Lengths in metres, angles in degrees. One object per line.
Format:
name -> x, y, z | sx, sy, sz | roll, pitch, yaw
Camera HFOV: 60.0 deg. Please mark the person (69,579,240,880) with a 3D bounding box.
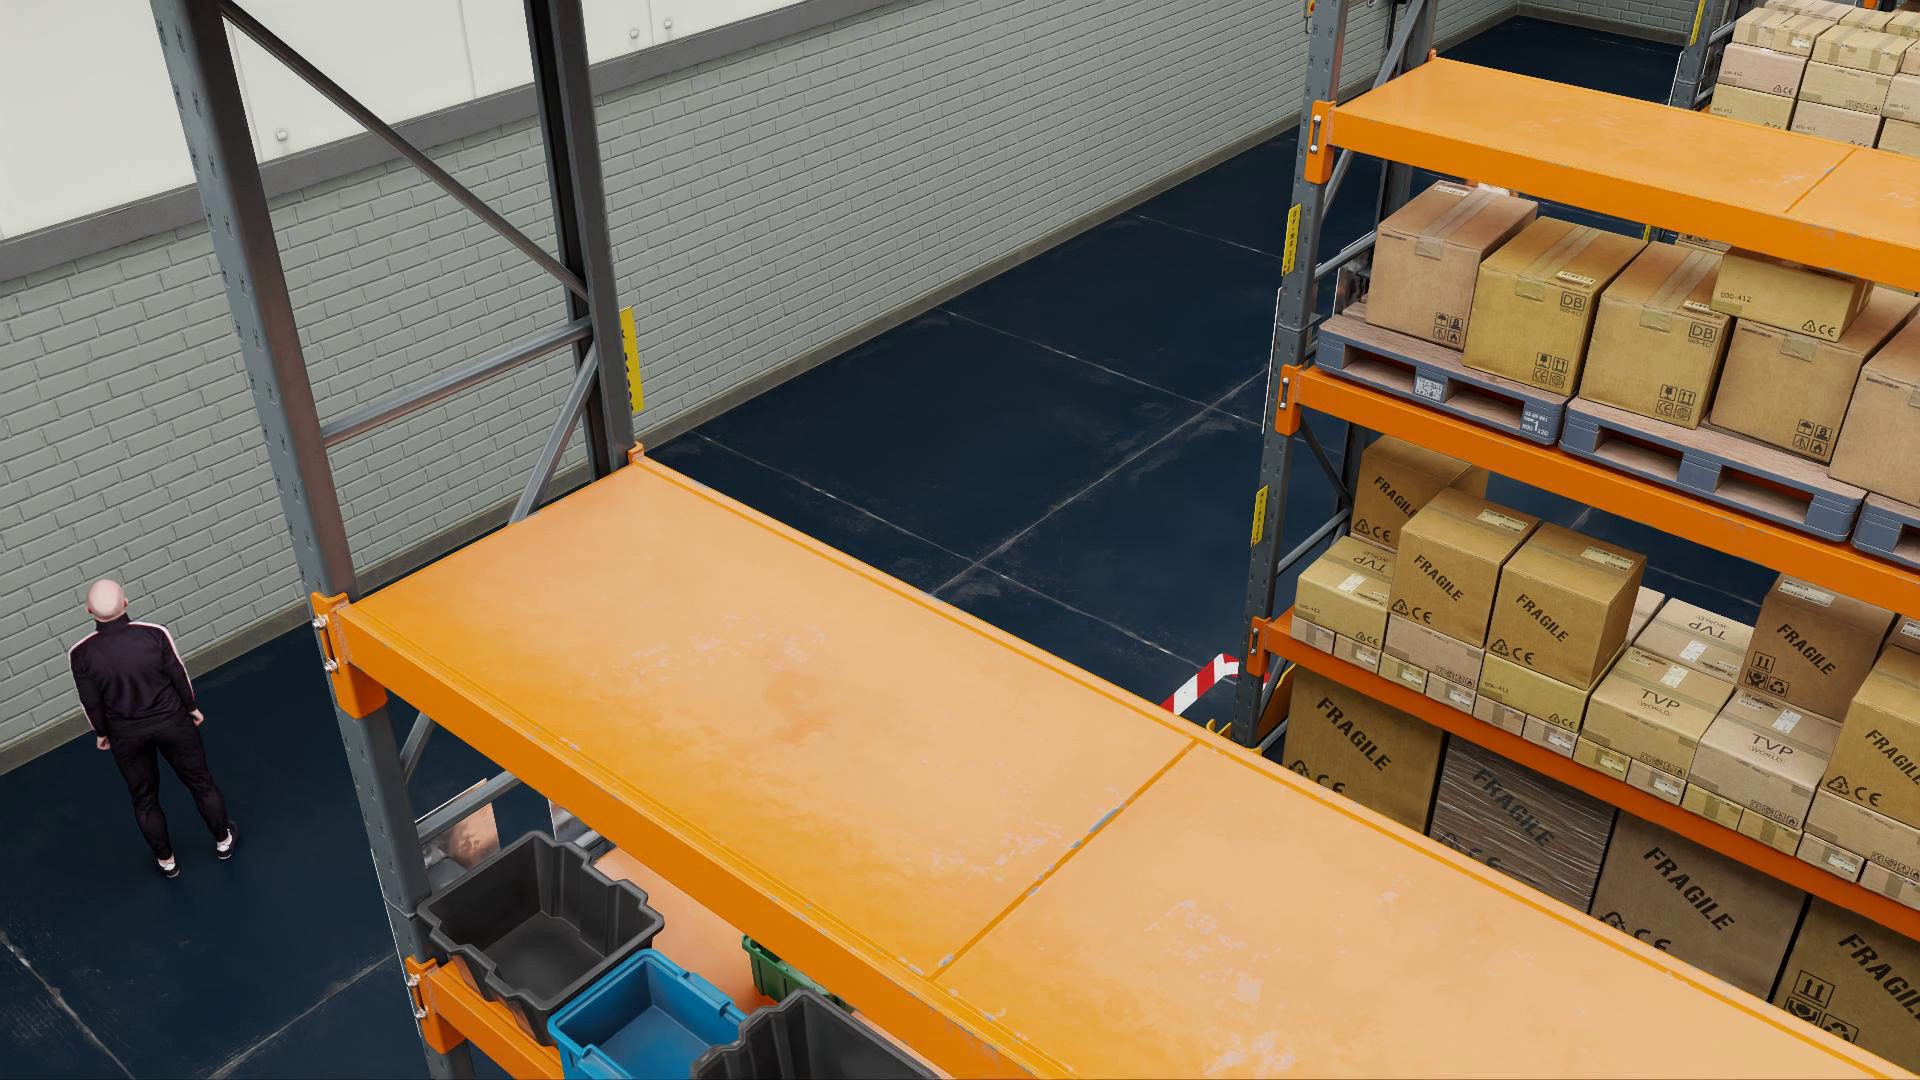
person -> -4.232, 0.990, 8.698 | 0.751, 1.837, 0.720 | -16, 36, -23
